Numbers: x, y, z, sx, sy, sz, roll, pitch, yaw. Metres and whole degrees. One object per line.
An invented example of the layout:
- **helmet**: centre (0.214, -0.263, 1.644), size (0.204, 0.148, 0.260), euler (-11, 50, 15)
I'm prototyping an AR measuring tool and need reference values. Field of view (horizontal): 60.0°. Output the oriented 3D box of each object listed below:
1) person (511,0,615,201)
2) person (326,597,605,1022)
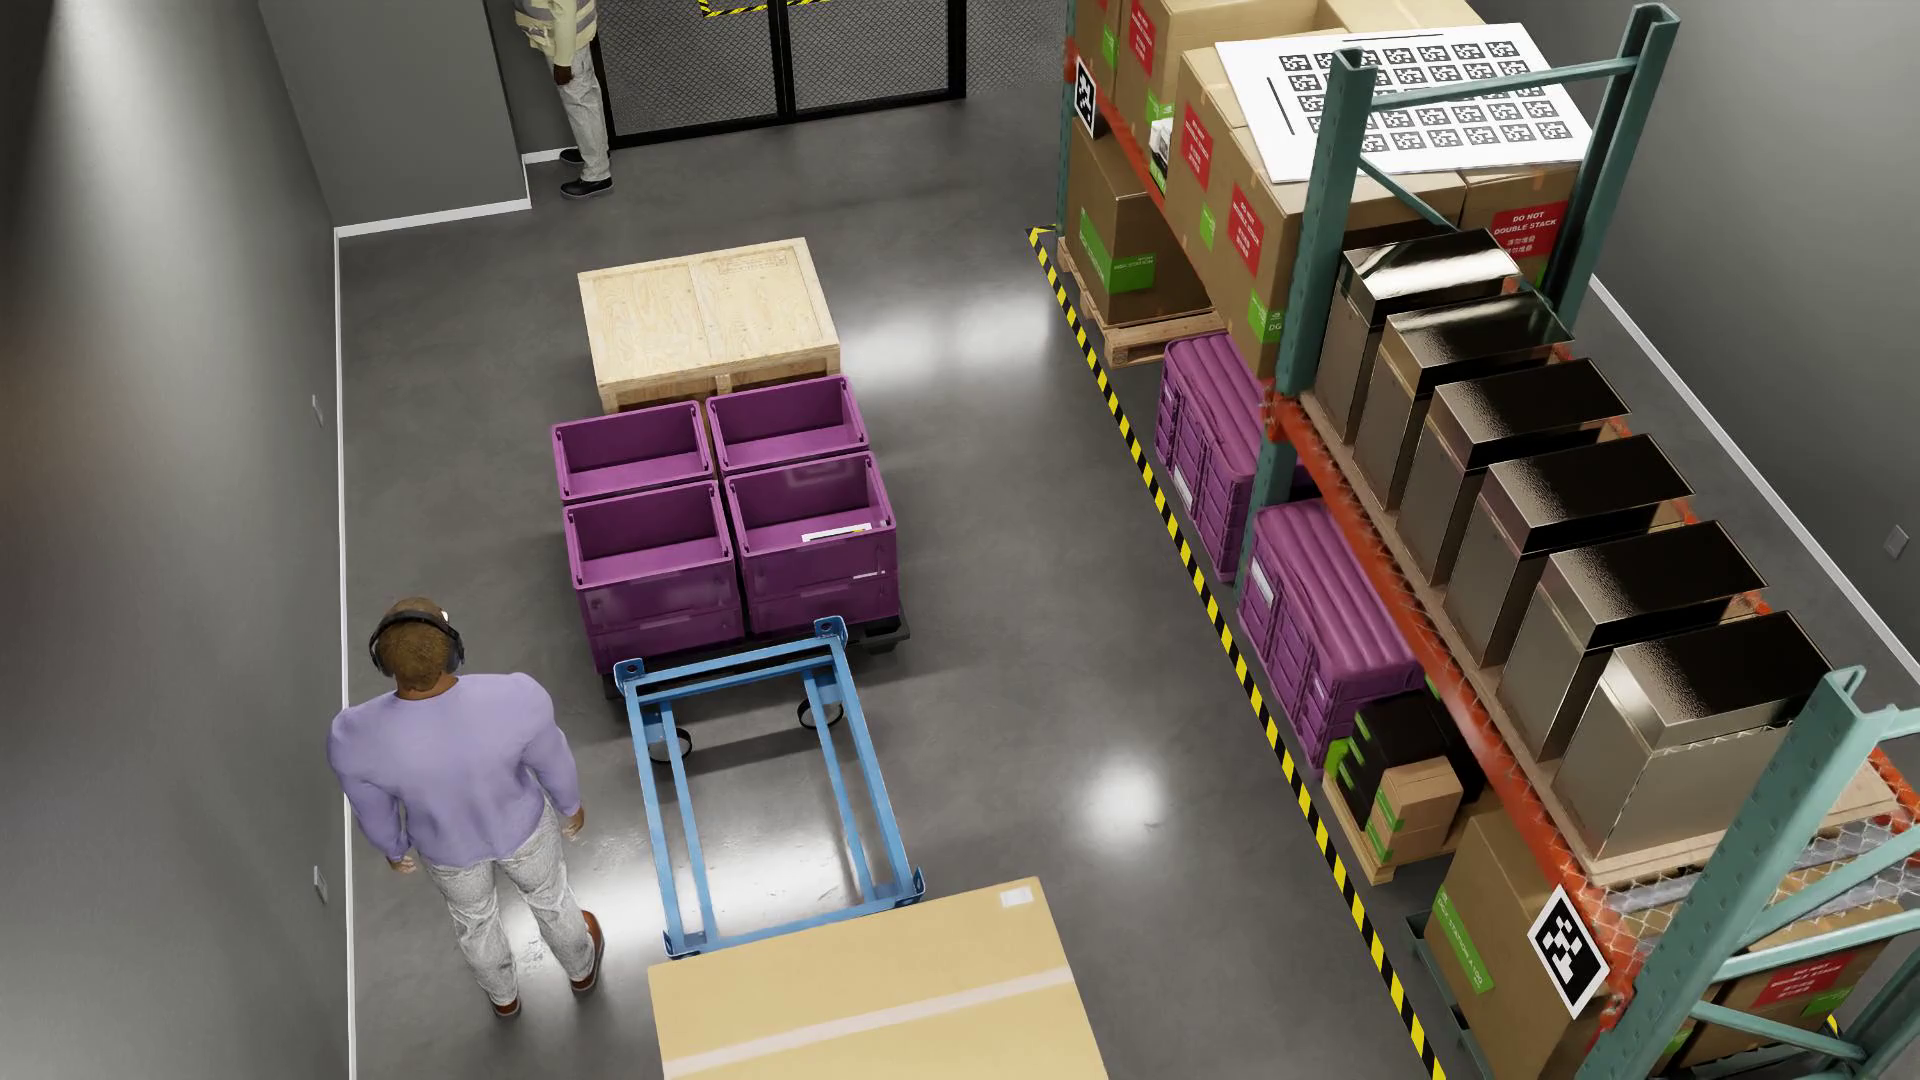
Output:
- **person**: centre (-2.003, -2.563, 8.311), size (0.404, 1.830, 0.603), euler (-6, 48, -5)
- **person**: centre (-1.464, 0.866, 5.091), size (0.636, 1.938, 0.354), euler (-13, 49, -12)
